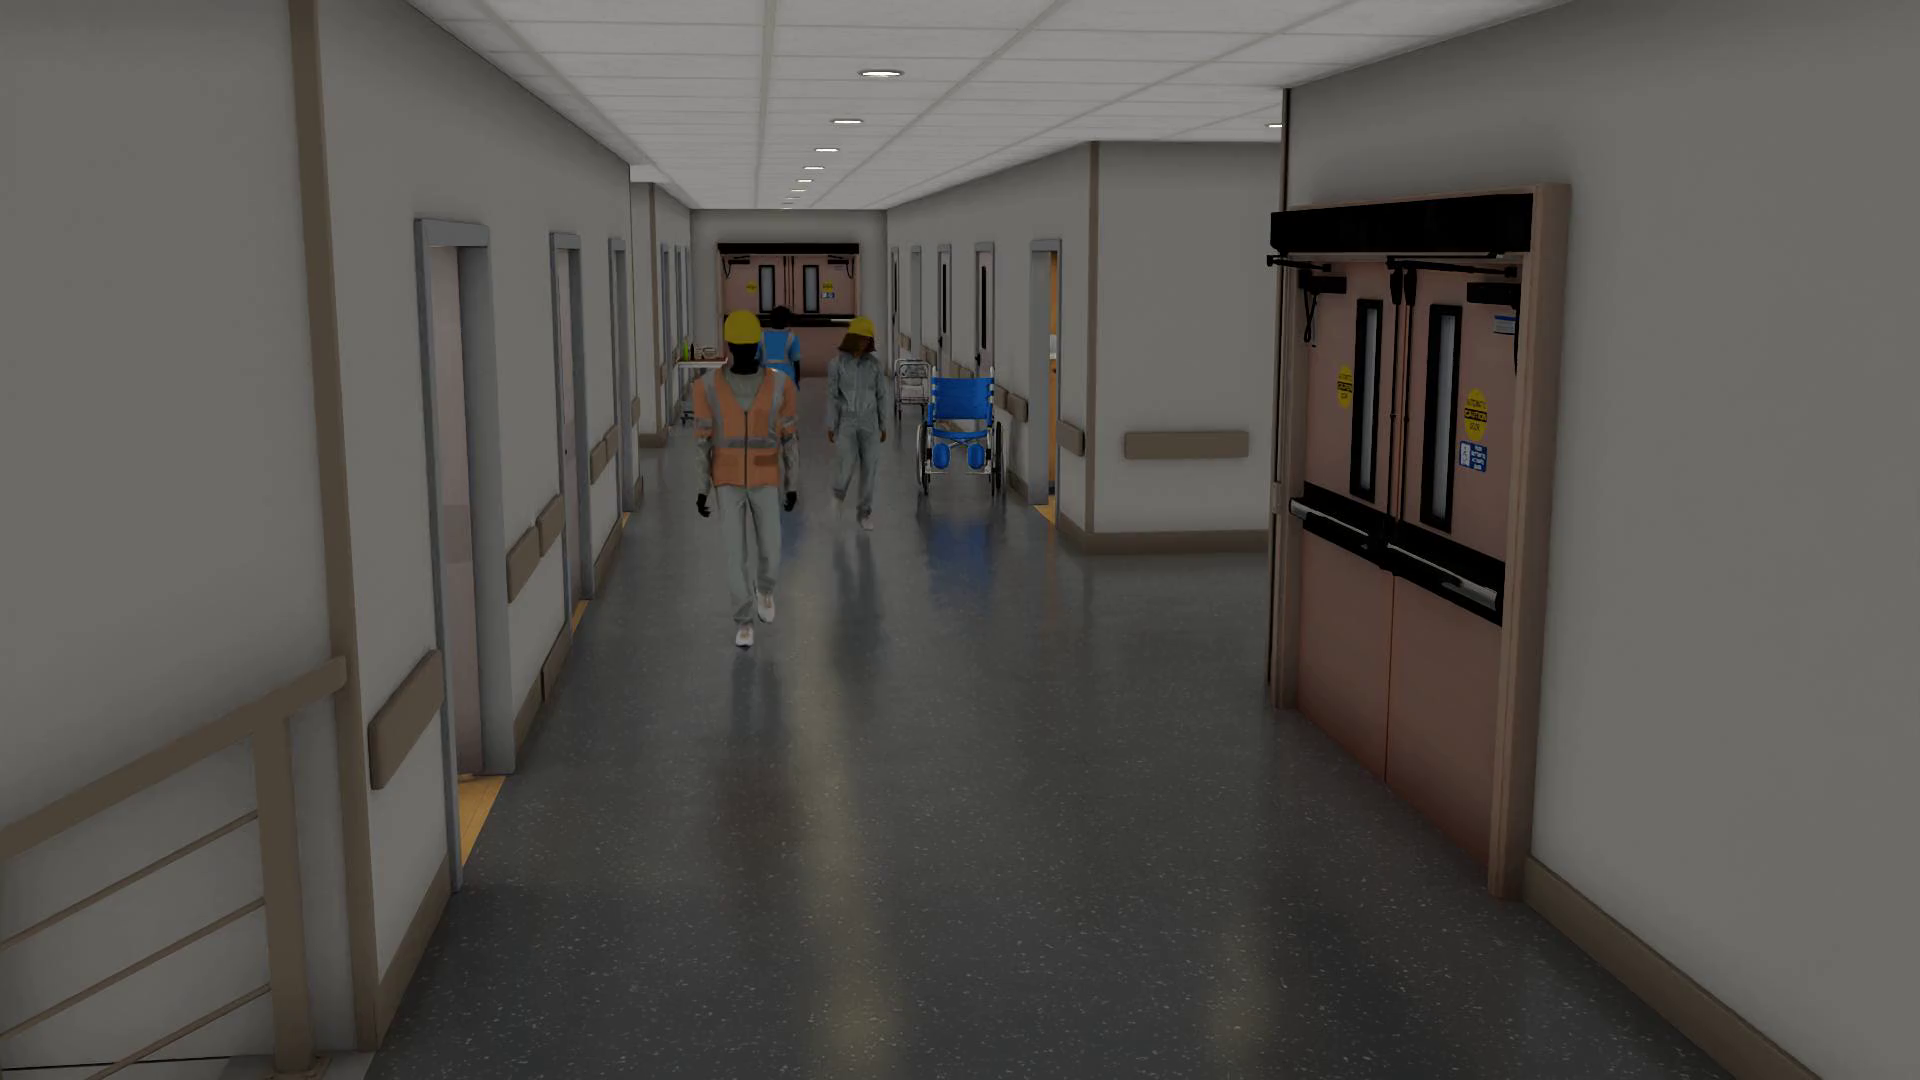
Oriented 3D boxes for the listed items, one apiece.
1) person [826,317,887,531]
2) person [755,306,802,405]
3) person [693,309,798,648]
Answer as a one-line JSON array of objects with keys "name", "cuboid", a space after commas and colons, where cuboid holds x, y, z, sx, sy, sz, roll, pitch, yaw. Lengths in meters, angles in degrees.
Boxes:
[{"name": "person", "cuboid": [-0.834, -0.940, 13.416, 0.501, 1.715, 0.457, -4, 10, -21]}, {"name": "person", "cuboid": [-2.049, -1.777, 18.539, 0.572, 1.663, 0.594, -1, 10, -4]}, {"name": "person", "cuboid": [-1.222, -0.364, 9.523, 0.591, 1.910, 0.545, -2, 10, -9]}]
